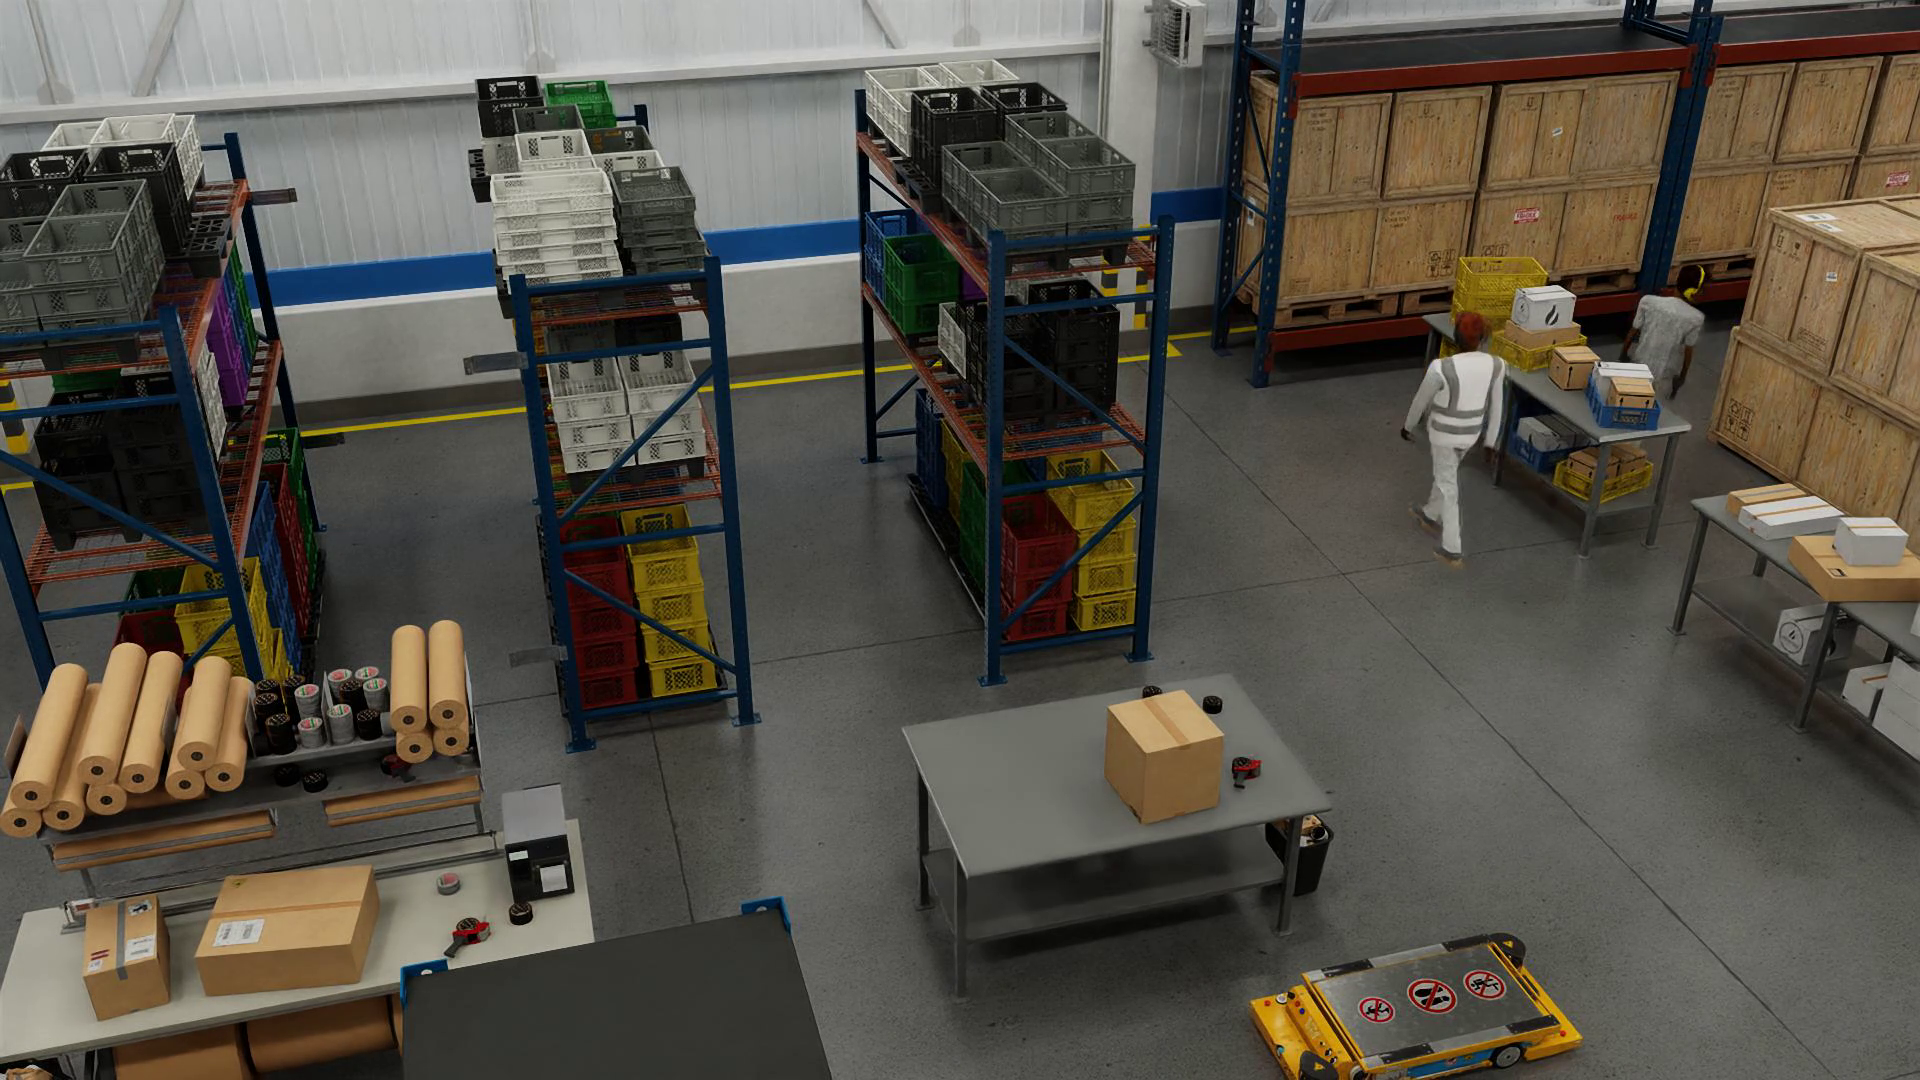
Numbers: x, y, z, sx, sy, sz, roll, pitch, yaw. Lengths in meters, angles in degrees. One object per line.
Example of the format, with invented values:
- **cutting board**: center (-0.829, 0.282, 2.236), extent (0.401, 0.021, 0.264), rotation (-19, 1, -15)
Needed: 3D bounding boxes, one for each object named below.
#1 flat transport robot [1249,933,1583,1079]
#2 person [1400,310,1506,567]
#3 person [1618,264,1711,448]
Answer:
- **flat transport robot**: center (2.184, 2.282, 7.980), extent (1.431, 0.197, 0.652), rotation (-8, 30, -14)
- **person**: center (3.480, -0.795, 11.952), extent (0.568, 1.840, 0.926), rotation (-9, 30, -17)
- **person**: center (5.362, -1.298, 12.890), extent (0.568, 1.827, 0.523), rotation (11, 31, 18)
